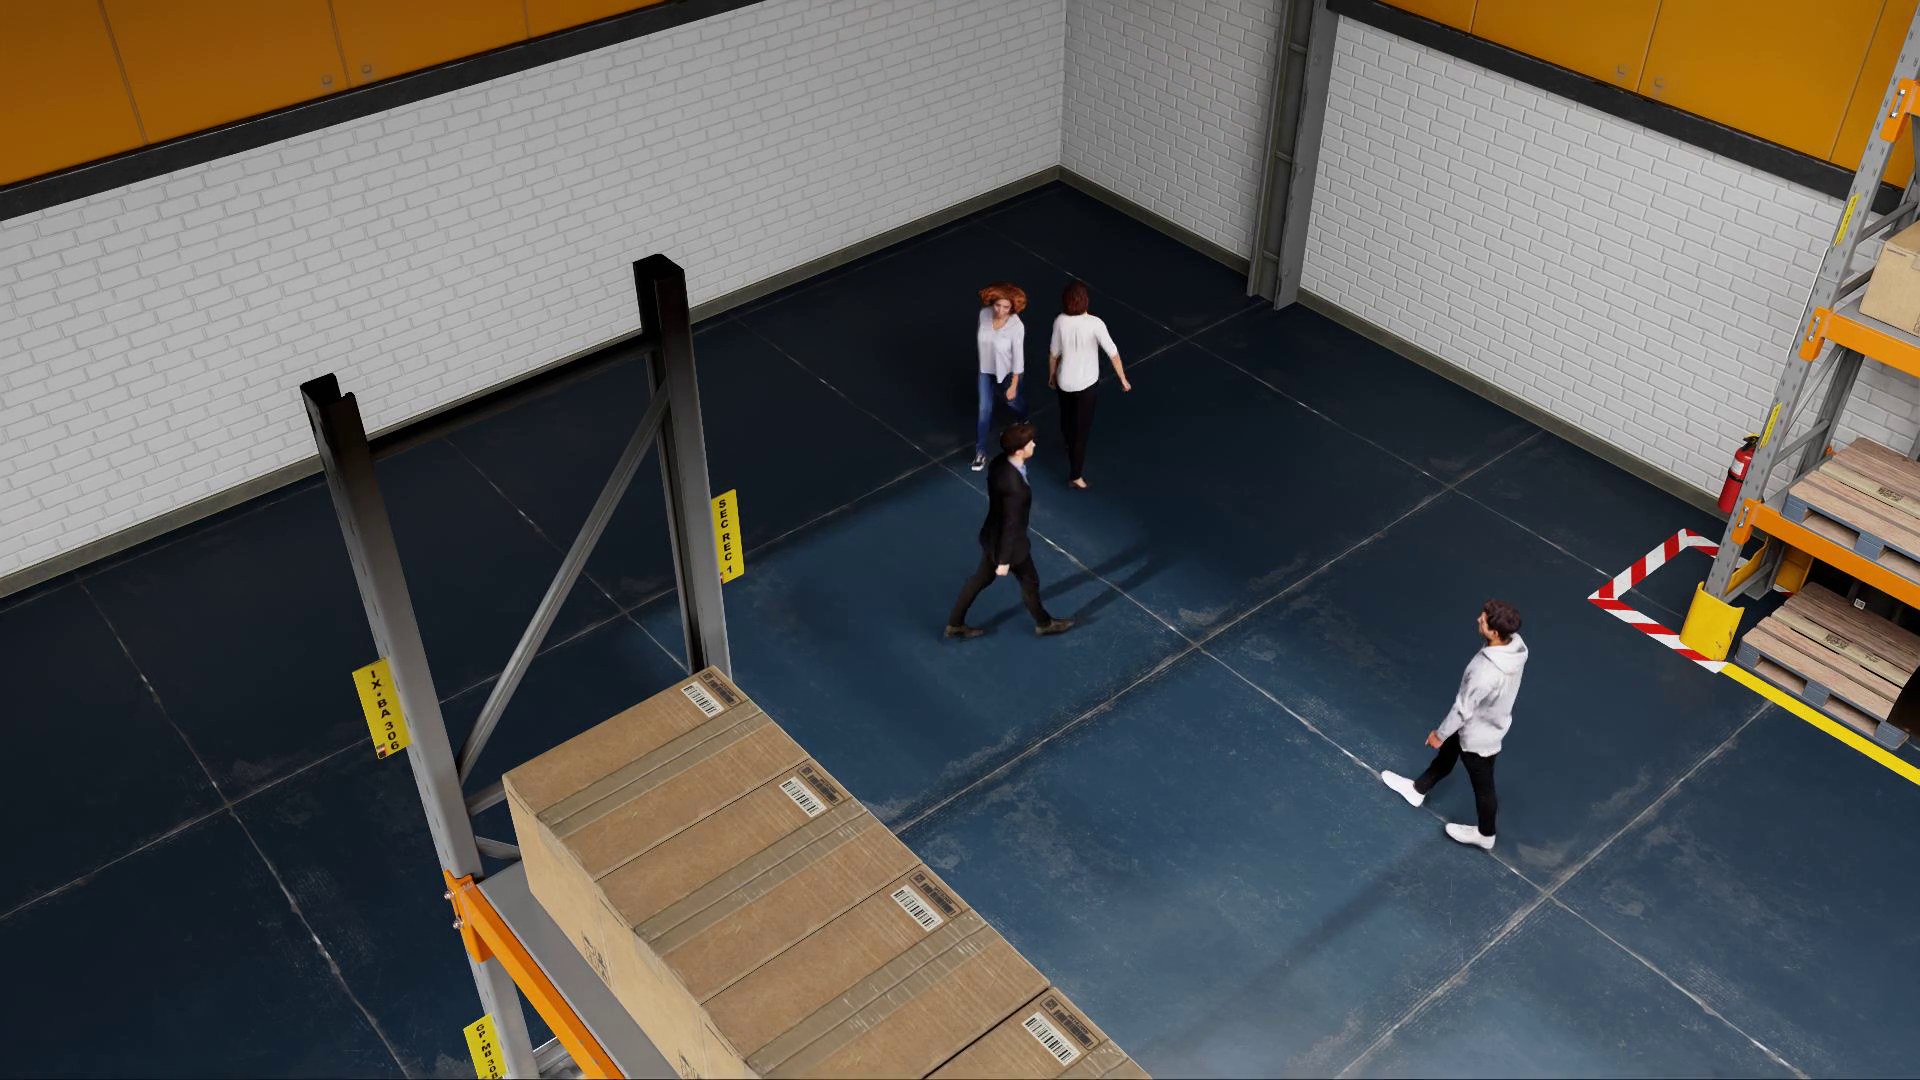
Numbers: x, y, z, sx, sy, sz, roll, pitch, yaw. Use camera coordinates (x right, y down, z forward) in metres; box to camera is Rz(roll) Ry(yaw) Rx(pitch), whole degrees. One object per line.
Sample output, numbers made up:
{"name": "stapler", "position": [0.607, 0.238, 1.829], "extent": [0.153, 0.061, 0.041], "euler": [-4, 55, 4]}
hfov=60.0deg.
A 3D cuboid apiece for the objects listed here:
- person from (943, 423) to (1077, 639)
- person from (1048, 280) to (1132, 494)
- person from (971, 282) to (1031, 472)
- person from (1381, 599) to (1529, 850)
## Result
{"name": "person", "position": [0.234, 0.016, 11.589], "extent": [1.137, 1.841, 1.262], "euler": [-8, 39, -10]}
{"name": "person", "position": [0.894, -1.167, 13.138], "extent": [0.990, 1.755, 1.054], "euler": [21, 43, 24]}
{"name": "person", "position": [0.364, -1.429, 13.539], "extent": [1.142, 1.663, 0.979], "euler": [25, 45, 28]}
{"name": "person", "position": [3.250, 1.175, 10.093], "extent": [1.136, 1.896, 0.895], "euler": [21, 43, 24]}
